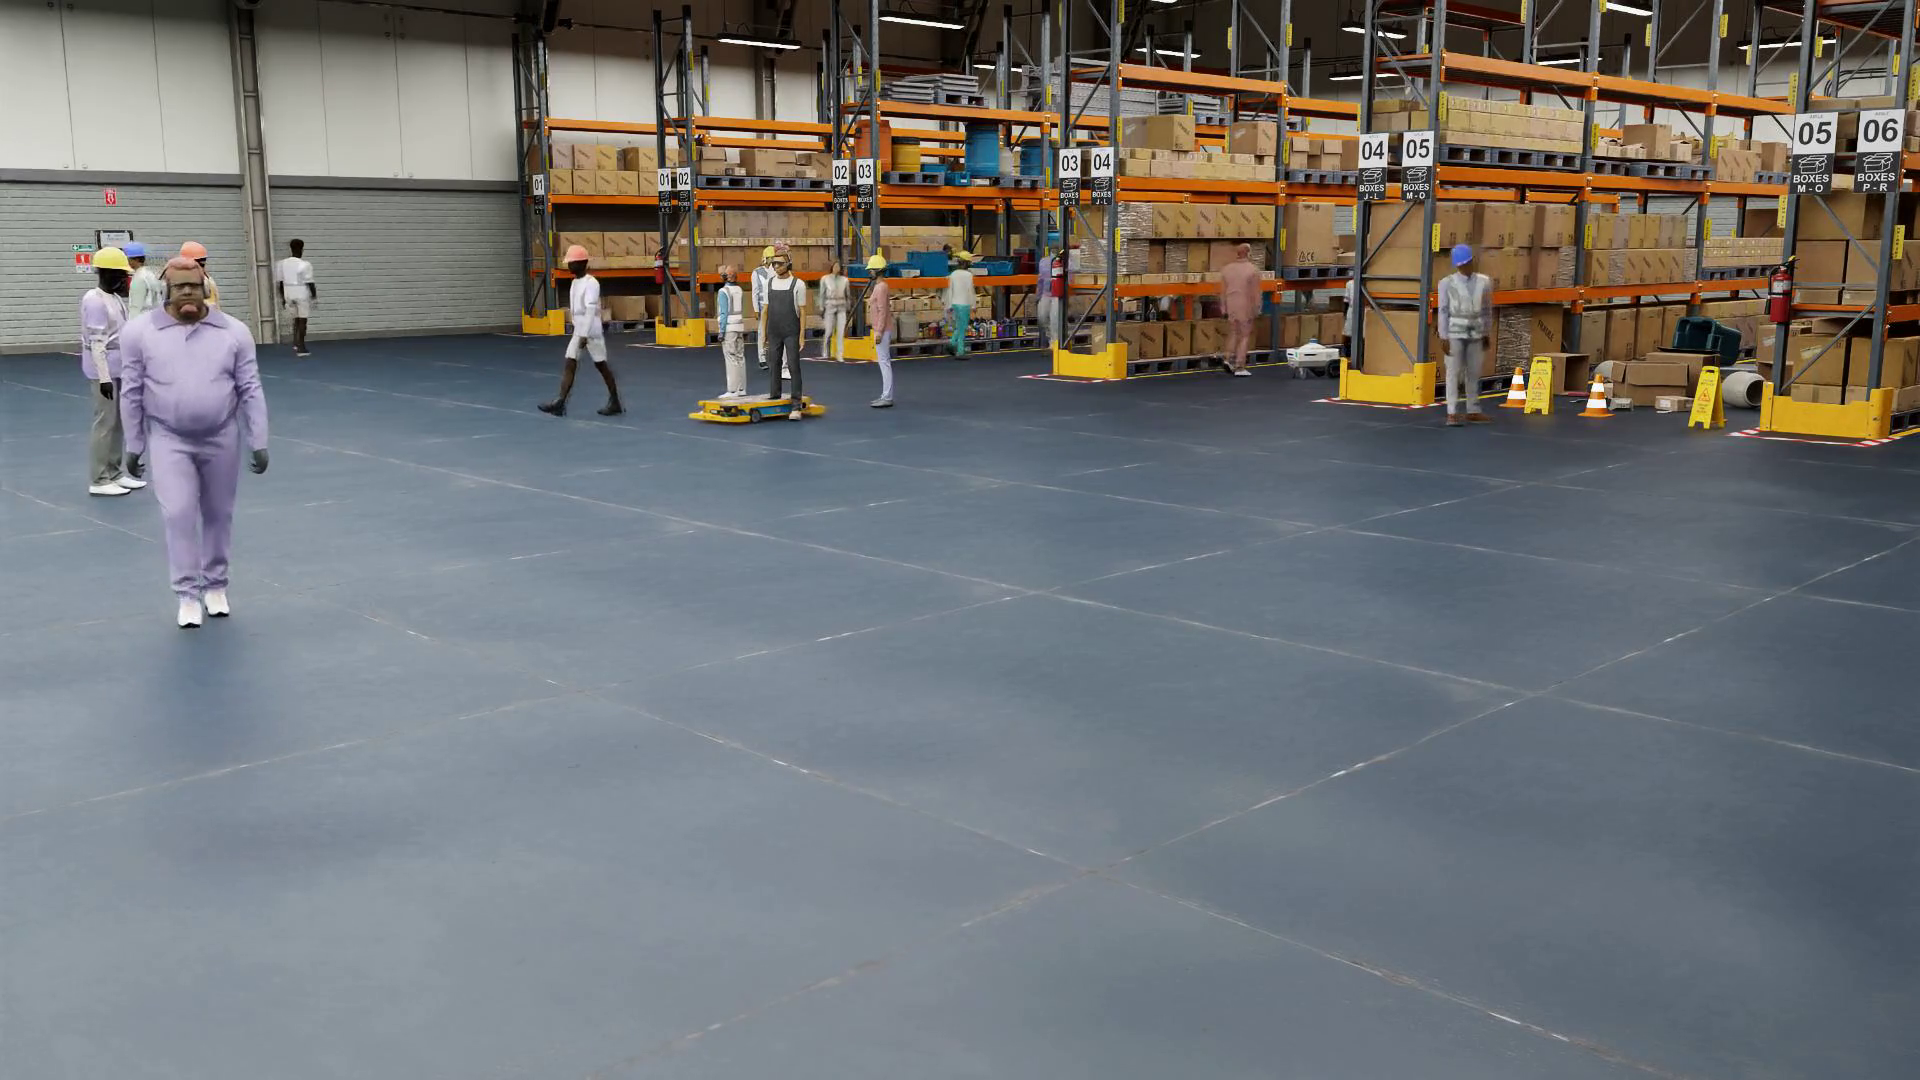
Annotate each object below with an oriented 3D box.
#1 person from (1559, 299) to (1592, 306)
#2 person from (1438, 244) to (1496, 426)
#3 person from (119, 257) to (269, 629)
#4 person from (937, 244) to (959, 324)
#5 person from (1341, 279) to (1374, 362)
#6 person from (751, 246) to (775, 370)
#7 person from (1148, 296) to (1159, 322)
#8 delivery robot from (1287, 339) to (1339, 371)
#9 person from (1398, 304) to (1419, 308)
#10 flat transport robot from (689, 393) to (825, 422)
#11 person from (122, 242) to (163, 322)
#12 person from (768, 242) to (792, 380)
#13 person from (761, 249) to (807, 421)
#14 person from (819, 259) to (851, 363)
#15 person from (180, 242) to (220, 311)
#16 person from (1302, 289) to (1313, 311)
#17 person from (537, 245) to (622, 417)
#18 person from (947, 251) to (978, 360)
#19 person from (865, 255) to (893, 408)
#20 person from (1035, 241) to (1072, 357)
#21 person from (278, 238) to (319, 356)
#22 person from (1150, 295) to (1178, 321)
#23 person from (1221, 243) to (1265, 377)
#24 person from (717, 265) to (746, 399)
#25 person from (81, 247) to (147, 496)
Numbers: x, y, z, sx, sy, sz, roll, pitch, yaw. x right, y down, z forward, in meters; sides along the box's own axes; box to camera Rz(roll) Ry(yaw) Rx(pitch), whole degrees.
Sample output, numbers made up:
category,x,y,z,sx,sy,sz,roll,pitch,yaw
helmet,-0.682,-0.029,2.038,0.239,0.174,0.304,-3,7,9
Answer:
category,x,y,z,sx,sy,sz,roll,pitch,yaw
person,9.732,-3.767,26.368,0.639,1.908,0.949,9,14,41
person,5.405,-2.155,17.581,0.792,1.907,0.404,-3,11,-14
person,-3.895,-0.490,8.523,0.680,1.876,0.813,-6,12,-30
person,-0.212,-5.002,33.278,0.532,1.826,0.643,-2,11,-9
person,5.579,-3.078,23.234,0.551,1.663,0.392,8,13,38
person,-2.850,-3.501,25.076,0.591,1.837,0.403,-8,13,-36
person,4.314,-5.722,36.909,0.543,1.938,0.357,6,12,31
delivery robot,5.000,-2.611,23.578,0.707,0.478,0.477,-3,11,-15
person,6.700,-3.421,24.417,0.590,1.919,0.396,9,14,41
flat transport robot,-2.233,-1.464,18.357,0.652,0.197,1.431,9,14,40
person,-9.383,-2.409,18.885,0.843,1.913,0.651,-3,11,-18
person,-2.468,-3.215,23.324,0.409,1.908,0.647,-3,11,-18
person,-1.925,-2.229,18.117,0.514,1.845,0.338,3,11,14
person,-1.984,-3.643,26.397,0.530,1.625,0.438,-4,11,-22
person,-7.688,-2.050,16.898,0.376,1.934,0.547,-5,12,-27
person,9.336,-7.123,44.437,0.636,1.973,0.513,-3,11,-16
person,-4.194,-2.305,18.420,0.990,1.884,0.566,-9,14,-40
person,0.055,-3.794,26.912,0.365,1.748,0.524,-7,13,-34
person,-0.950,-2.444,19.503,0.328,1.767,0.532,0,10,0
person,1.551,-4.013,27.684,0.709,1.903,0.474,7,13,34
person,-11.074,-4.079,27.915,0.628,1.943,0.517,2,11,13
person,3.782,-4.497,30.431,0.922,1.885,0.565,-9,14,-40
person,4.038,-3.271,23.691,0.424,1.891,0.643,-8,13,-38
person,-2.820,-2.559,20.473,0.314,1.639,0.517,4,11,21
person,-6.592,-1.314,12.962,0.414,1.914,0.597,-2,10,-8
